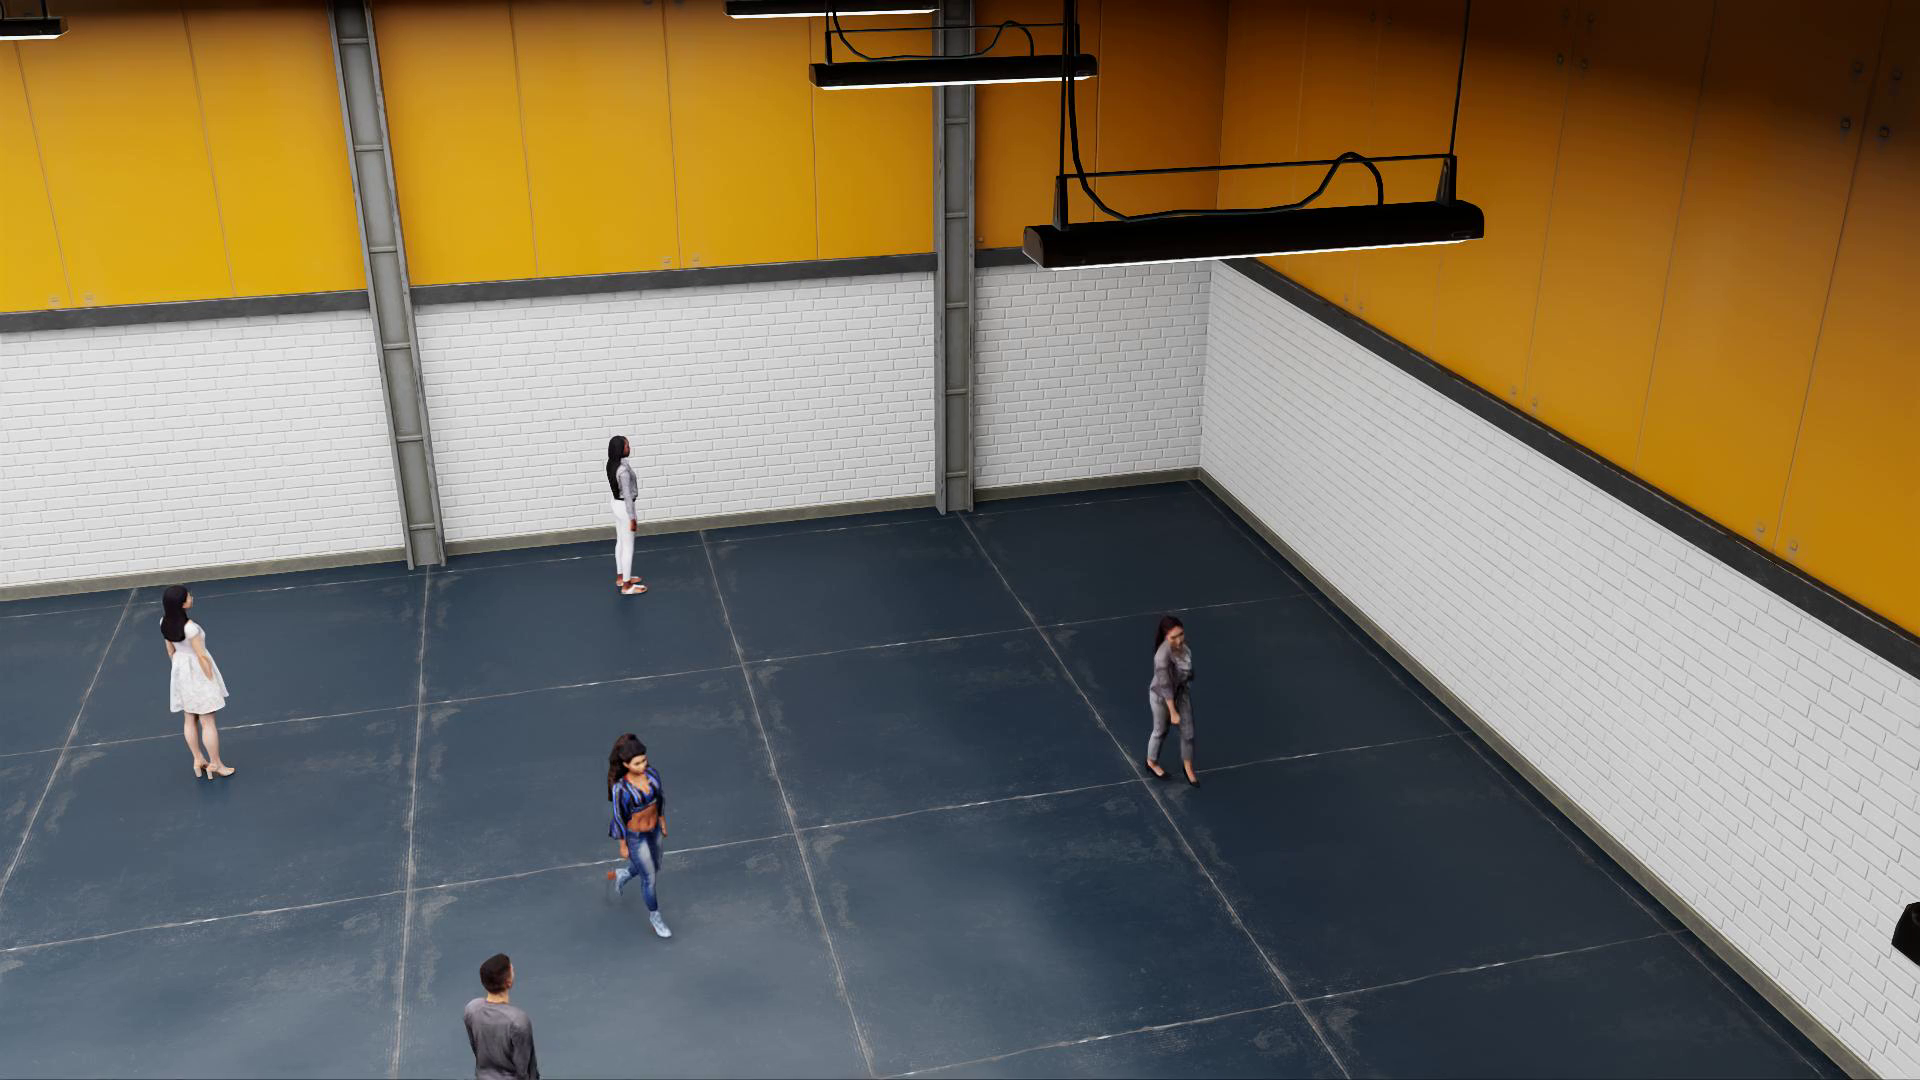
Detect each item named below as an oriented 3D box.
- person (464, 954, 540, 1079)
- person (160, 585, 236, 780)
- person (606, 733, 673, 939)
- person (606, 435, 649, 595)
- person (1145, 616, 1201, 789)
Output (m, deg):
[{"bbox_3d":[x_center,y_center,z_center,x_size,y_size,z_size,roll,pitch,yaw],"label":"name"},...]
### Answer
[{"bbox_3d":[-2.598,3.181,9.420,0.986,1.736,0.989,8,25,18],"label":"person"},{"bbox_3d":[-6.413,1.188,13.929,0.768,1.775,0.835,11,26,24],"label":"person"},{"bbox_3d":[-2.341,2.112,12.031,0.976,1.603,0.958,18,29,35],"label":"person"},{"bbox_3d":[-3.503,-0.280,17.354,0.566,1.723,0.627,-11,26,-24],"label":"person"},{"bbox_3d":[1.717,1.311,13.826,0.938,1.634,0.879,14,27,29],"label":"person"}]
